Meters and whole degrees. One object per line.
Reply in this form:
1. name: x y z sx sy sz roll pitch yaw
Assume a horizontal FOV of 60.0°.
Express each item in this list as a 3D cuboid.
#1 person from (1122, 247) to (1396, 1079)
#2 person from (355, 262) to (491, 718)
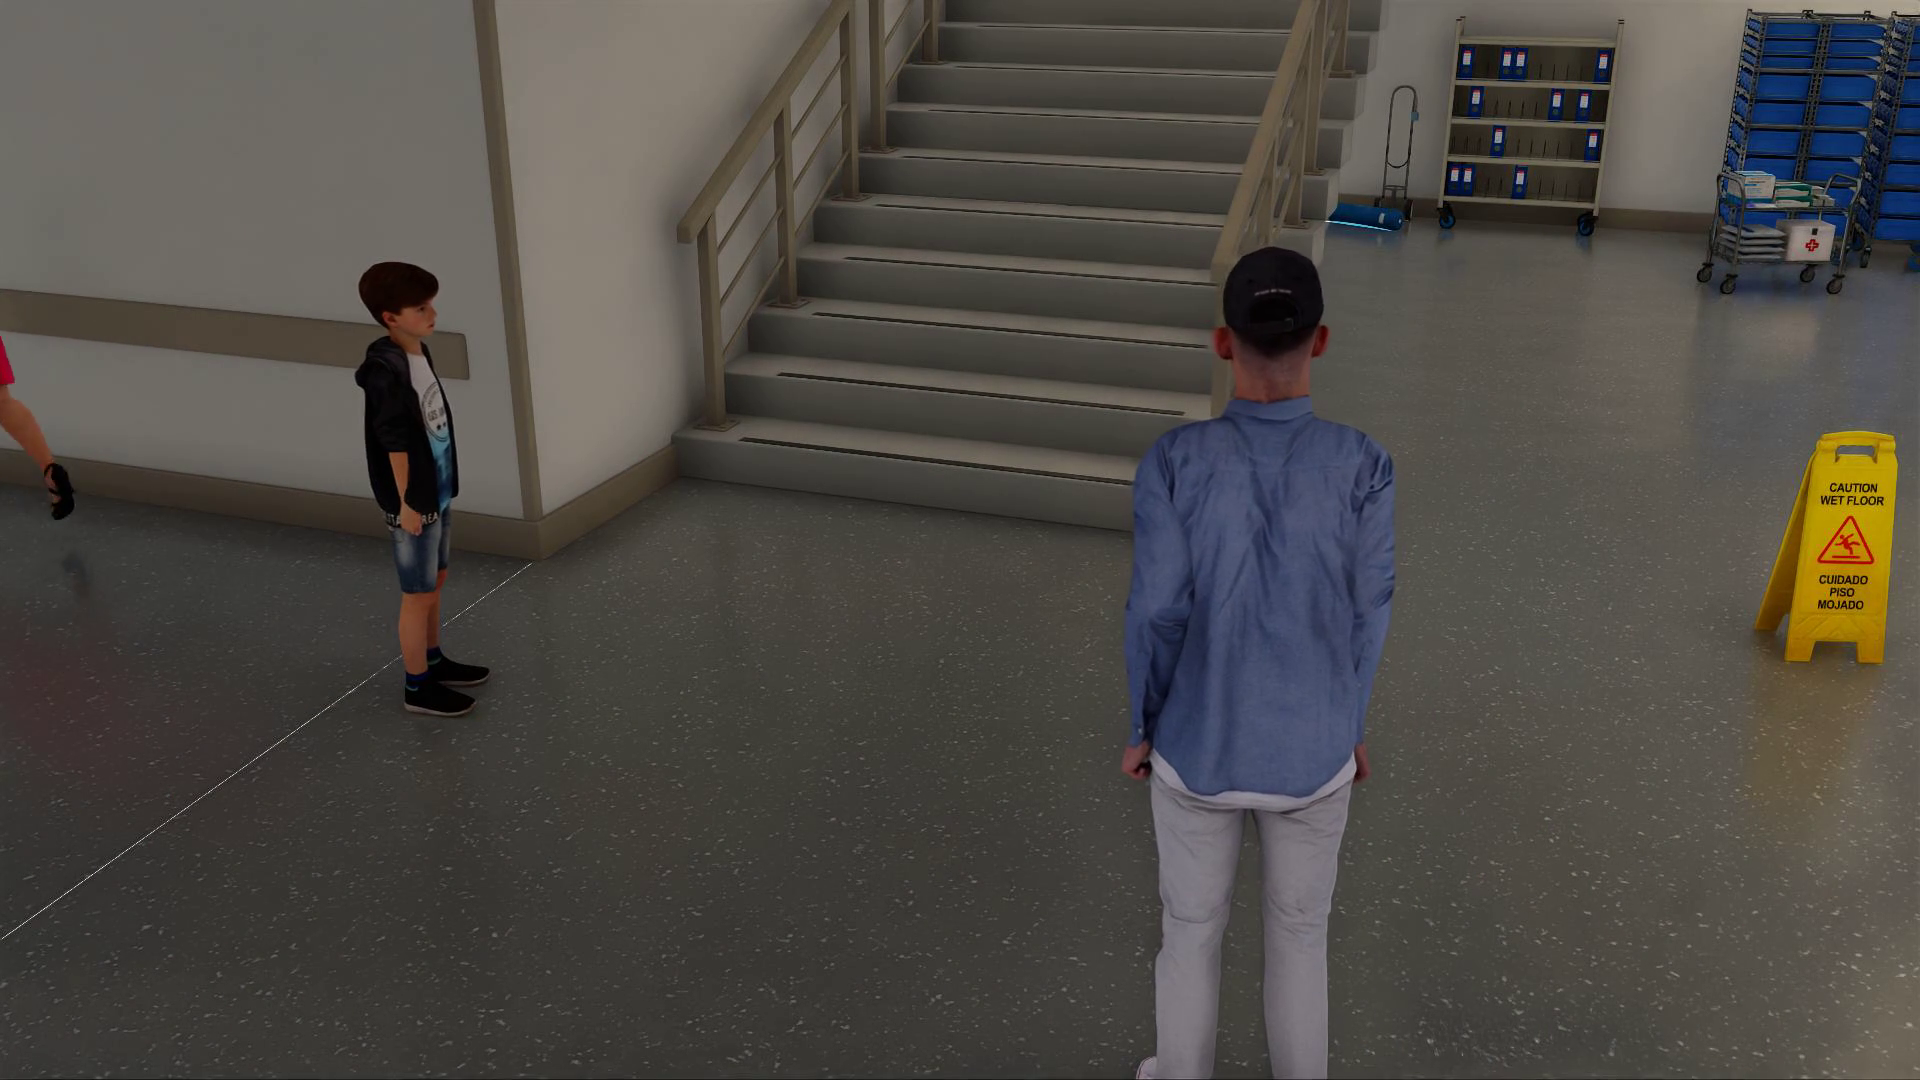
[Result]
1. person: 0.566 0.377 3.215 0.717 1.884 0.678 1 21 2
2. person: -1.713 -0.164 5.262 0.662 1.446 0.550 -1 21 -2
